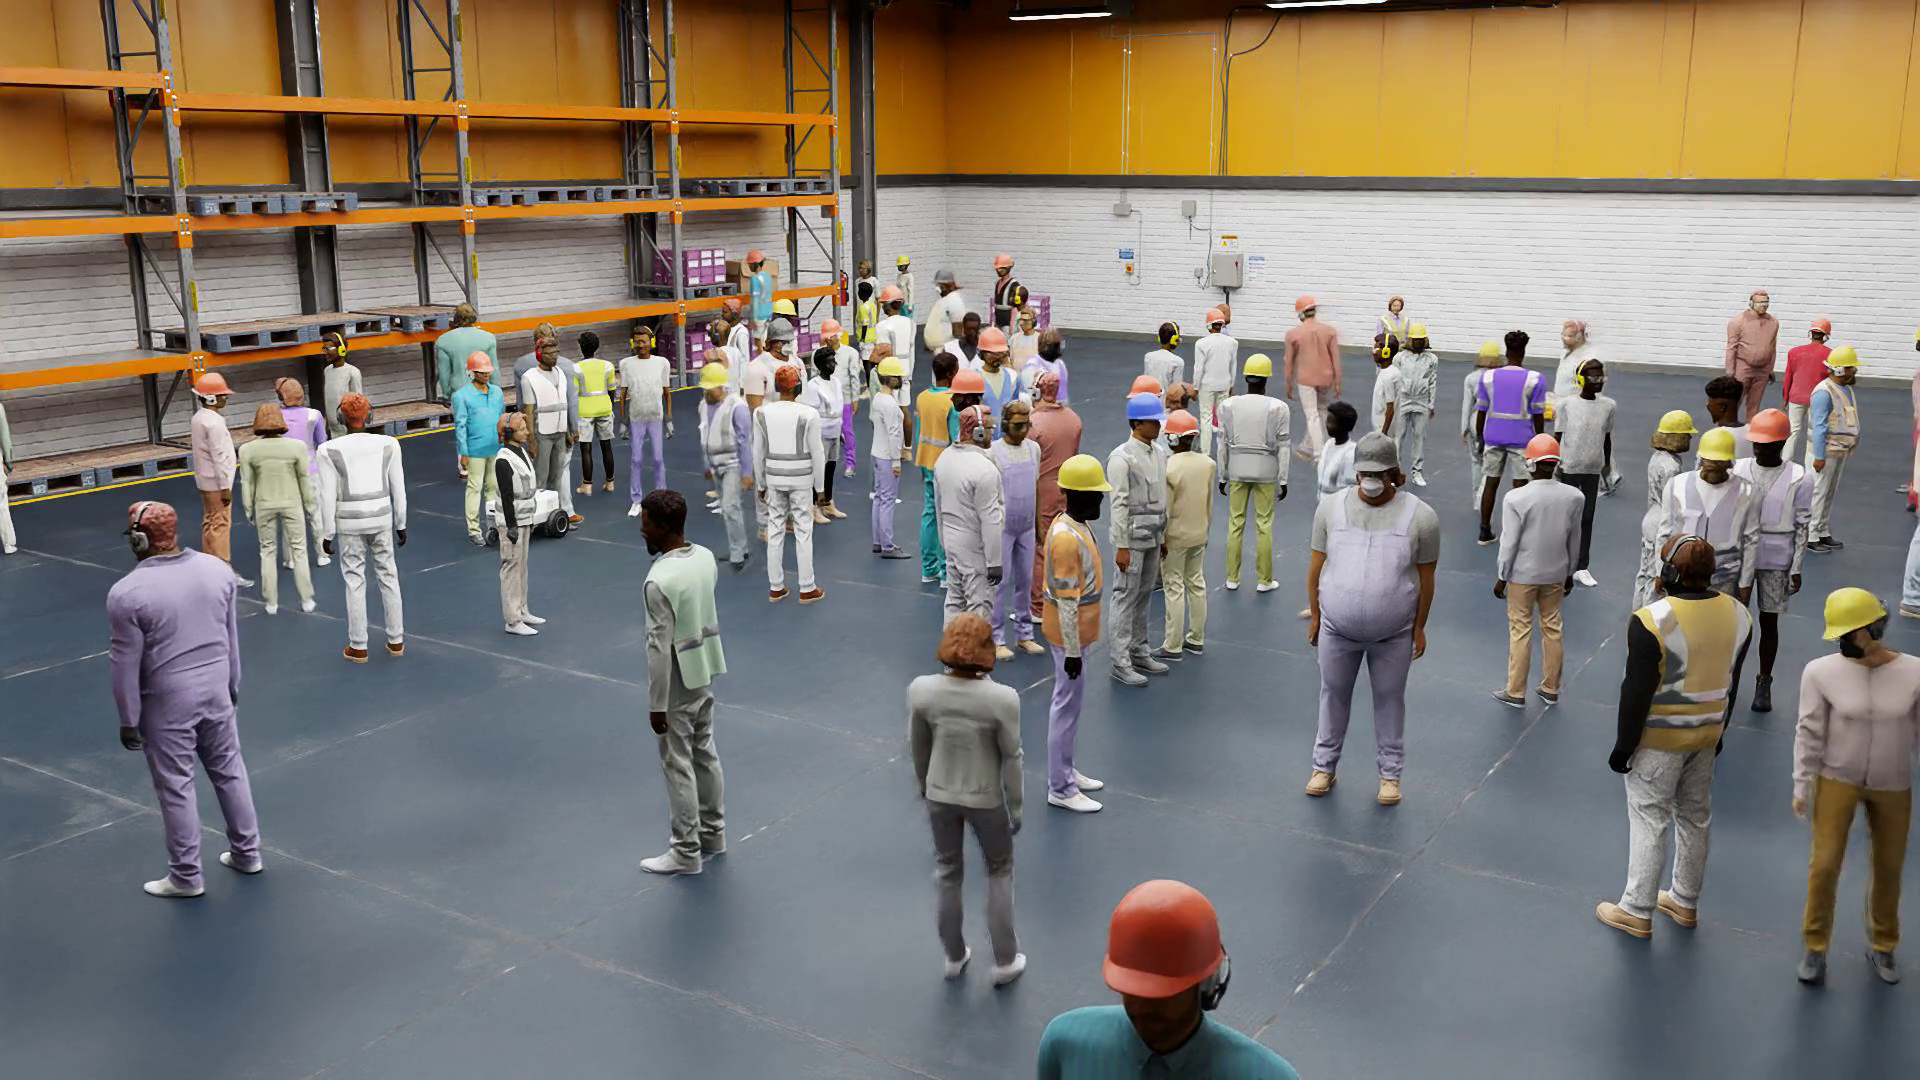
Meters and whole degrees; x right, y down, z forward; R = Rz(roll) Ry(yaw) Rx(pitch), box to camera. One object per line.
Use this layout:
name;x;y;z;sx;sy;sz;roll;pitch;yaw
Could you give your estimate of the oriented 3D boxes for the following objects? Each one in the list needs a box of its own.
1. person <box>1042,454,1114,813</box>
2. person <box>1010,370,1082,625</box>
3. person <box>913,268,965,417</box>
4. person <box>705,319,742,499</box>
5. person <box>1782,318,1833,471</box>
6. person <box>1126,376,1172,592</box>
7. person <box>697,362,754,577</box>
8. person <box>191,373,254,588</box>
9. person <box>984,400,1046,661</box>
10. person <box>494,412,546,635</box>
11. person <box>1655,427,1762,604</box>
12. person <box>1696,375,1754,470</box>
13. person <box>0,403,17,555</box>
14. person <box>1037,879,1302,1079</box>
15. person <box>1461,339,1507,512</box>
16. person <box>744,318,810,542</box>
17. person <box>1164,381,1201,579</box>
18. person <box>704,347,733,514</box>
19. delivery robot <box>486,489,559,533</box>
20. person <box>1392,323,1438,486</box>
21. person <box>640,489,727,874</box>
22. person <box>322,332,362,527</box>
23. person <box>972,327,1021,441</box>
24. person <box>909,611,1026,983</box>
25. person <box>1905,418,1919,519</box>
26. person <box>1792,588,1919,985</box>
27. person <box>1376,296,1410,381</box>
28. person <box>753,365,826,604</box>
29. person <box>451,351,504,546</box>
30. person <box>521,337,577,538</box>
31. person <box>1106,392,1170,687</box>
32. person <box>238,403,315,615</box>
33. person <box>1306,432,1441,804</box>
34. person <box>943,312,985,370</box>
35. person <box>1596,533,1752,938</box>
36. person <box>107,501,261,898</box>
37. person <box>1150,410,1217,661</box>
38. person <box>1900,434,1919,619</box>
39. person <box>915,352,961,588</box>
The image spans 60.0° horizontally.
person;0.625;0.489;8.930;0.366;1.926;0.594;2;13;7
person;0.620;-0.320;12.488;0.407;1.908;0.641;11;17;40
person;-0.321;-2.629;22.209;0.813;2.000;0.693;-3;13;-12
person;-2.425;-1.337;17.034;0.345;1.846;0.506;6;14;23
person;9.311;-1.554;18.208;0.575;1.739;0.355;9;16;35
person;1.488;-0.453;13.398;0.340;1.749;0.572;-5;14;-20
person;-1.963;-0.618;14.068;0.601;1.791;0.665;-12;18;-43
person;-6.035;-0.487;13.544;0.339;1.752;0.564;-10;16;-36
person;0.365;-0.068;11.564;0.515;1.835;0.359;-9;16;-35
person;-3.262;-0.127;12.235;0.309;1.641;0.513;0;13;-2
person;4.672;0.192;10.444;0.591;1.826;0.403;6;14;26
person;5.371;-0.184;11.777;0.604;1.961;0.367;-10;16;-37
person;-8.554;-0.651;14.508;0.525;1.639;0.307;-10;16;-36
person;0.431;1.672;3.653;0.613;1.995;0.391;5;14;21
person;5.137;-1.090;16.263;0.504;1.721;0.731;7;15;27
person;-1.604;-1.010;15.189;0.536;2.000;0.676;11;17;39
person;1.792;-0.500;13.852;0.315;1.641;0.514;-11;17;-39
person;-2.354;-1.081;16.373;0.310;1.640;0.514;-3;13;-14
delivery robot;-3.981;-0.295;15.134;0.477;0.478;0.707;6;14;24
person;4.818;-1.436;17.686;0.485;1.744;0.295;0;13;1
person;-1.352;0.691;8.107;0.392;1.910;0.588;4;14;16
person;-5.781;-1.012;15.570;0.528;1.871;0.323;8;15;31
person;0.272;-0.808;14.303;0.609;2.044;0.395;-8;15;-30
person;0.032;1.085;7.010;0.523;1.628;0.351;4;14;18
person;9.420;-1.055;16.089;0.350;1.726;0.632;12;18;42
person;3.811;1.033;7.014;0.566;1.725;0.393;5;14;21
person;5.803;-2.457;22.348;0.514;1.636;0.315;-5;14;-20
person;-1.324;-0.431;13.022;0.584;1.882;0.349;4;13;16
person;-4.305;-0.835;15.057;0.330;1.750;0.572;8;15;31
person;-3.824;-0.961;15.401;0.373;1.843;0.571;6;14;24
person;1.190;-0.015;11.070;0.380;1.951;0.605;9;16;33
person;-5.219;-0.233;12.734;0.504;1.628;0.278;-4;14;-16
person;2.201;0.421;8.978;0.682;2.000;0.537;5;14;20
person;0.109;-1.406;17.230;0.642;1.894;0.581;0;13;1
person;3.177;0.874;7.452;0.625;1.844;0.429;-5;14;-21
person;-3.716;0.749;7.905;0.409;1.895;0.660;7;15;29
person;1.525;-0.034;11.580;0.560;1.753;0.328;-11;17;-39
person;7.447;-0.389;12.613;0.403;1.983;0.618;9;15;33
person;-0.148;-0.570;13.546;0.394;1.920;0.587;-9;16;-34
